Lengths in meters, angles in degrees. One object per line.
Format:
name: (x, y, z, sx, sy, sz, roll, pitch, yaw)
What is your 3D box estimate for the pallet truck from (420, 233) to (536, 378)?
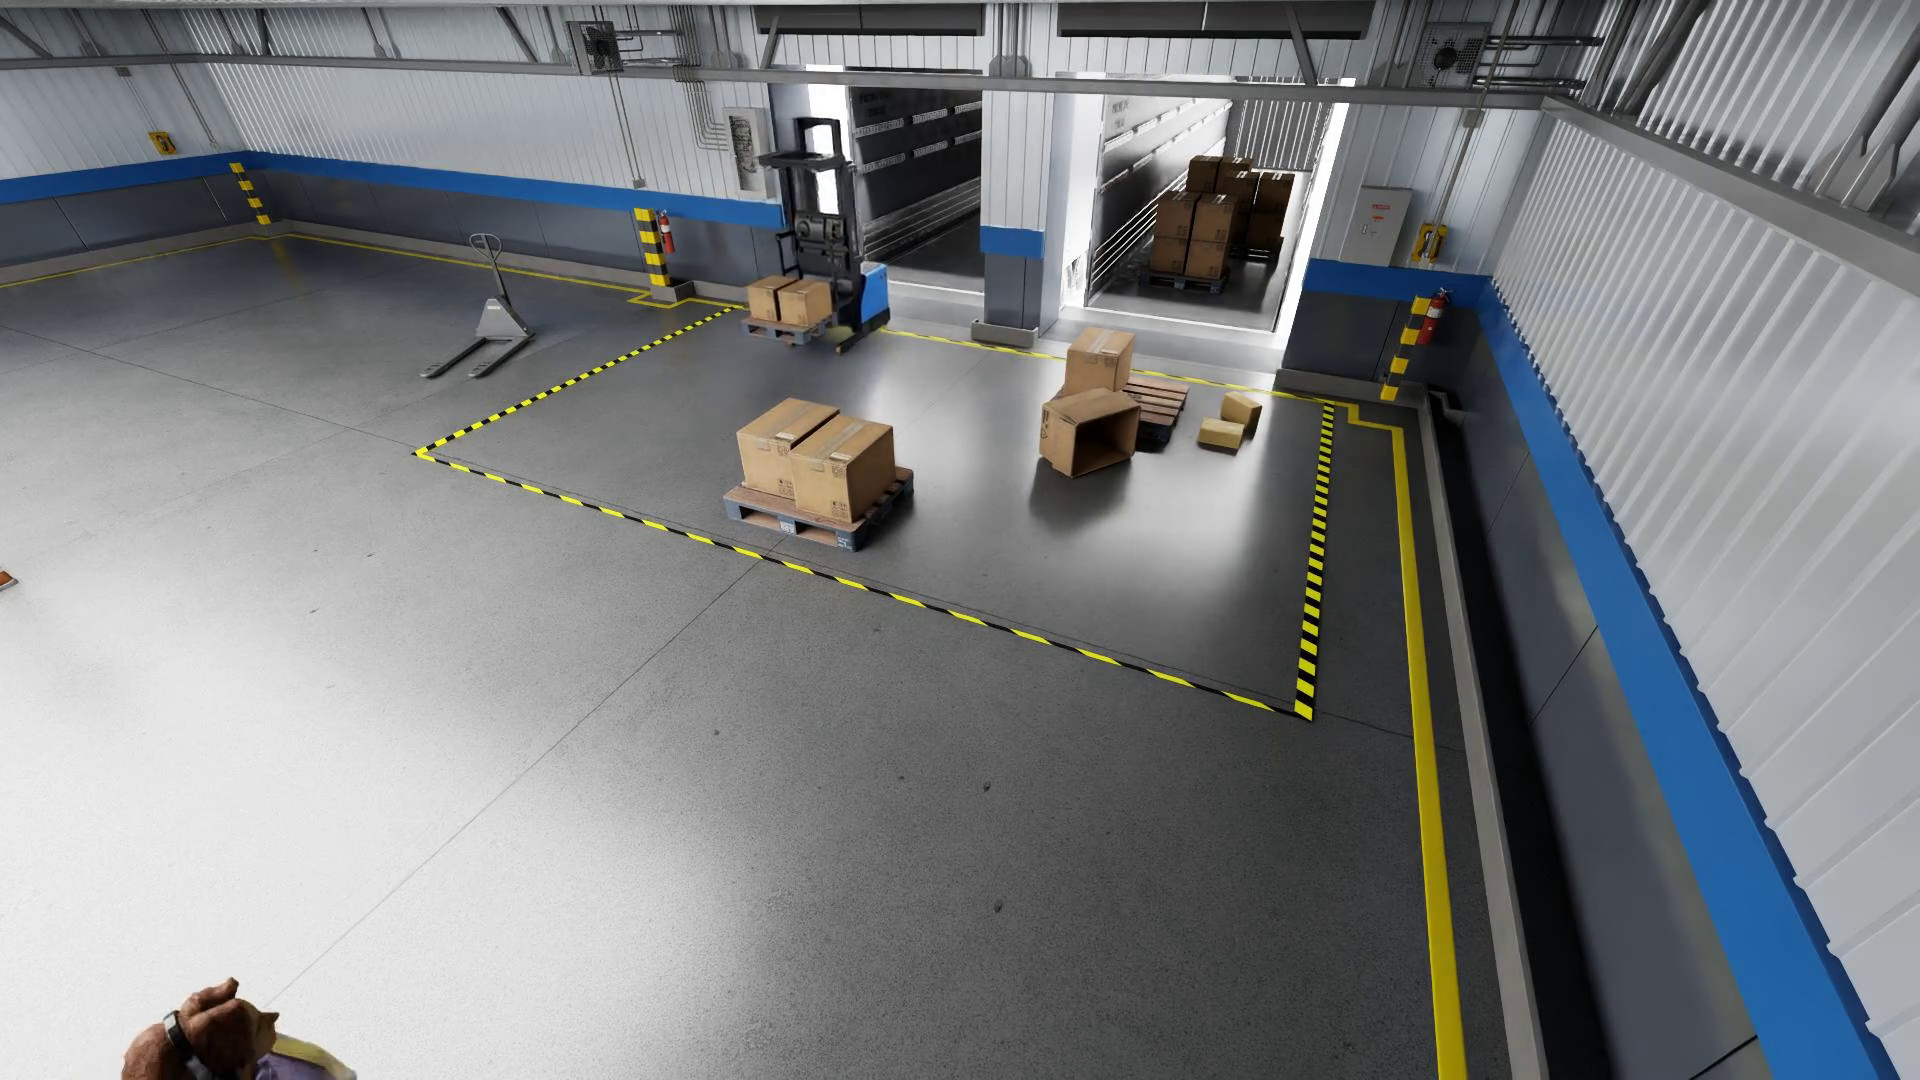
pallet truck: (-5.664, -2.712, 8.427, 0.680, 1.201, 1.601, 0, 35, -1)

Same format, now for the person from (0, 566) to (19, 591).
person: (-6.914, -0.436, 4.622, 0.606, 1.946, 0.403, 18, 39, 23)

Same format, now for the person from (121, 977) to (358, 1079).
person: (-1.611, 1.666, 1.953, 0.520, 1.625, 0.419, 30, 45, 35)

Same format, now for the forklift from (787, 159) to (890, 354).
forklift: (-1.411, -3.544, 8.904, 0.716, 2.013, 0.776, 15, 38, 20)
